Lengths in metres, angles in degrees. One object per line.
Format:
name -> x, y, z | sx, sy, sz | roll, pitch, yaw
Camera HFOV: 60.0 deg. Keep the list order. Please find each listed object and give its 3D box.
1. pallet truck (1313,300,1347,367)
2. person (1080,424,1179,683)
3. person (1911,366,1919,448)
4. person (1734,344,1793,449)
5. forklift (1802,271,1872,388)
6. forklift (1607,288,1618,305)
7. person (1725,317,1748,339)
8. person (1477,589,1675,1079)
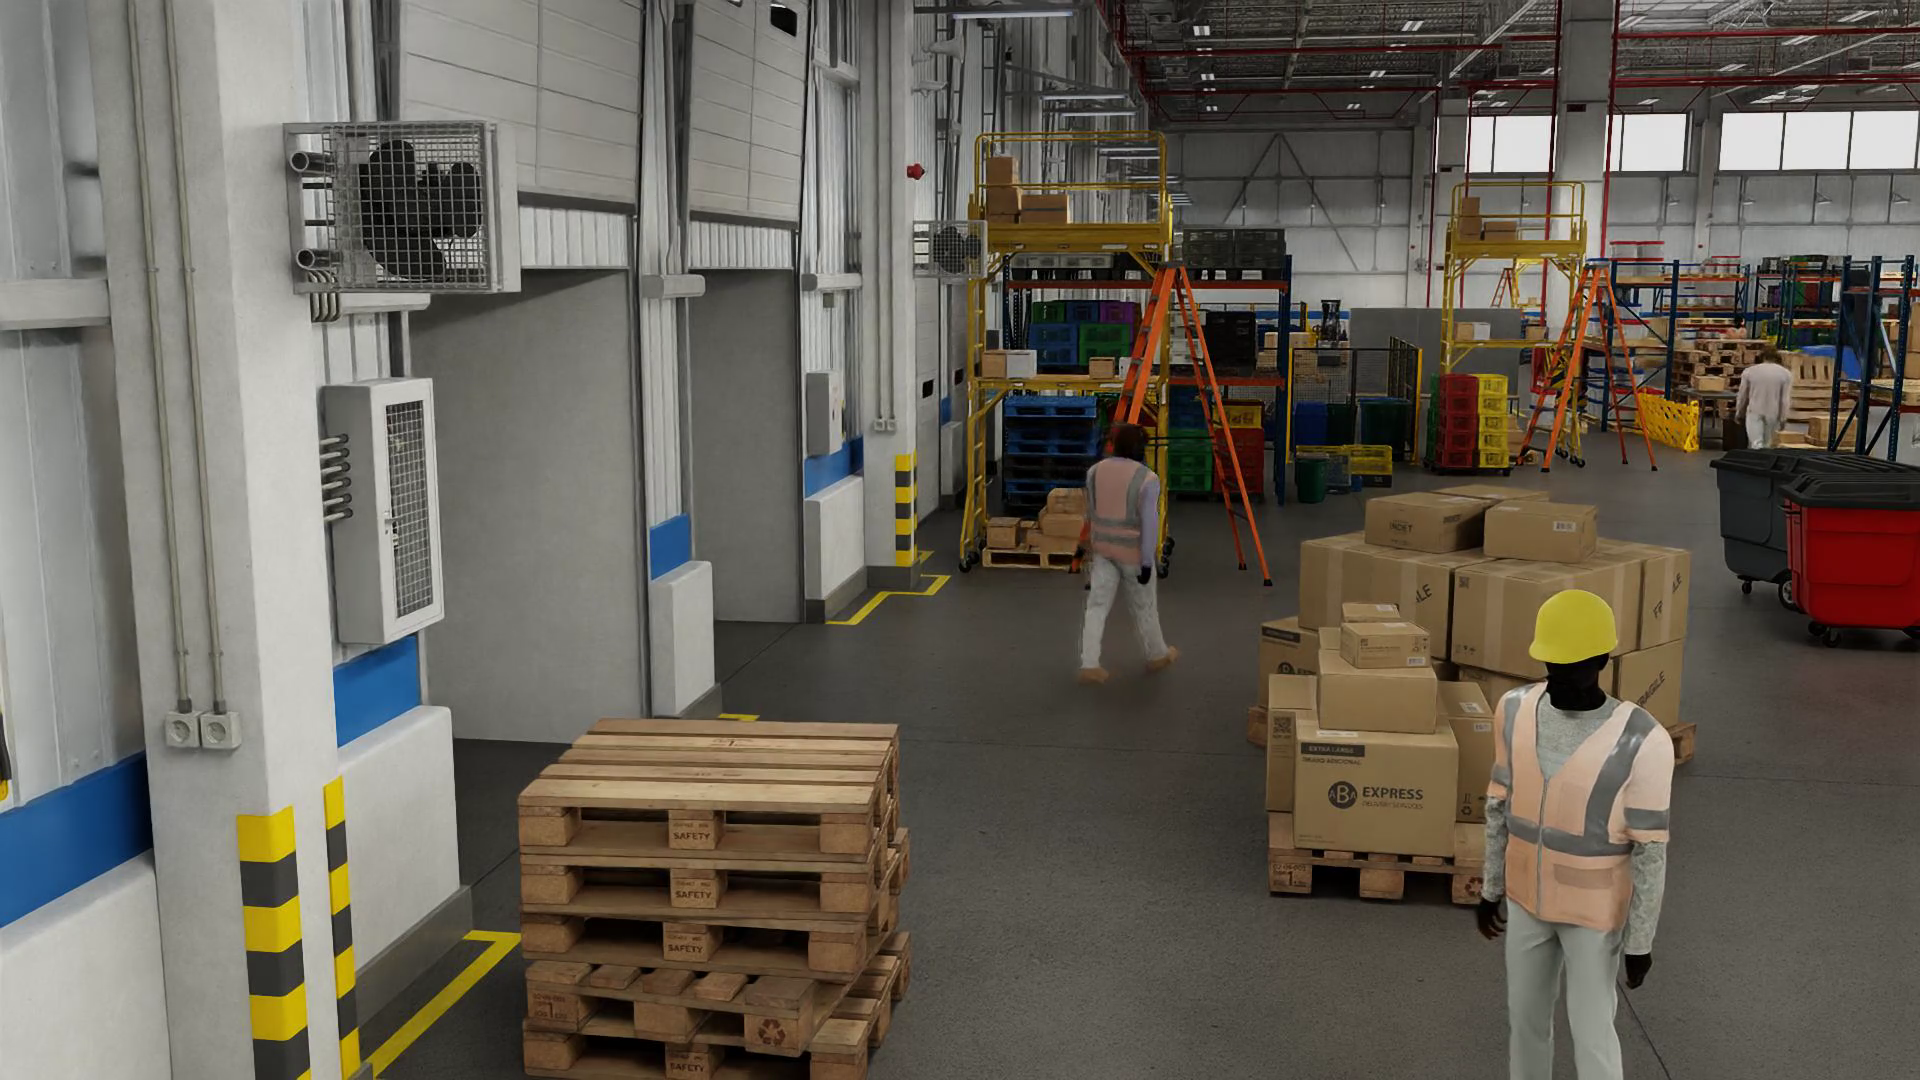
pallet truck -> 11.159, -6.200, 49.718 | 0.823, 1.965, 1.885 | 4, 10, 26
person -> 1.153, 0.084, 11.595 | 0.638, 1.791, 0.968 | 8, 12, 39
person -> 15.533, -2.337, 26.707 | 0.322, 1.736, 0.487 | 5, 10, 26
person -> 10.655, -1.649, 22.040 | 0.637, 1.897, 1.032 | 2, 9, 10
forklift -> 20.554, -4.784, 38.272 | 1.873, 2.768, 1.129 | 1, 9, 9
forklift -> 16.978, -5.756, 44.264 | 1.129, 2.768, 1.873 | -2, 9, -13
person -> 20.071, -4.943, 43.036 | 0.542, 1.644, 0.886 | 2, 10, 14
person -> 1.827, 1.088, 5.030 | 0.390, 1.918, 0.586 | -7, 11, -35
